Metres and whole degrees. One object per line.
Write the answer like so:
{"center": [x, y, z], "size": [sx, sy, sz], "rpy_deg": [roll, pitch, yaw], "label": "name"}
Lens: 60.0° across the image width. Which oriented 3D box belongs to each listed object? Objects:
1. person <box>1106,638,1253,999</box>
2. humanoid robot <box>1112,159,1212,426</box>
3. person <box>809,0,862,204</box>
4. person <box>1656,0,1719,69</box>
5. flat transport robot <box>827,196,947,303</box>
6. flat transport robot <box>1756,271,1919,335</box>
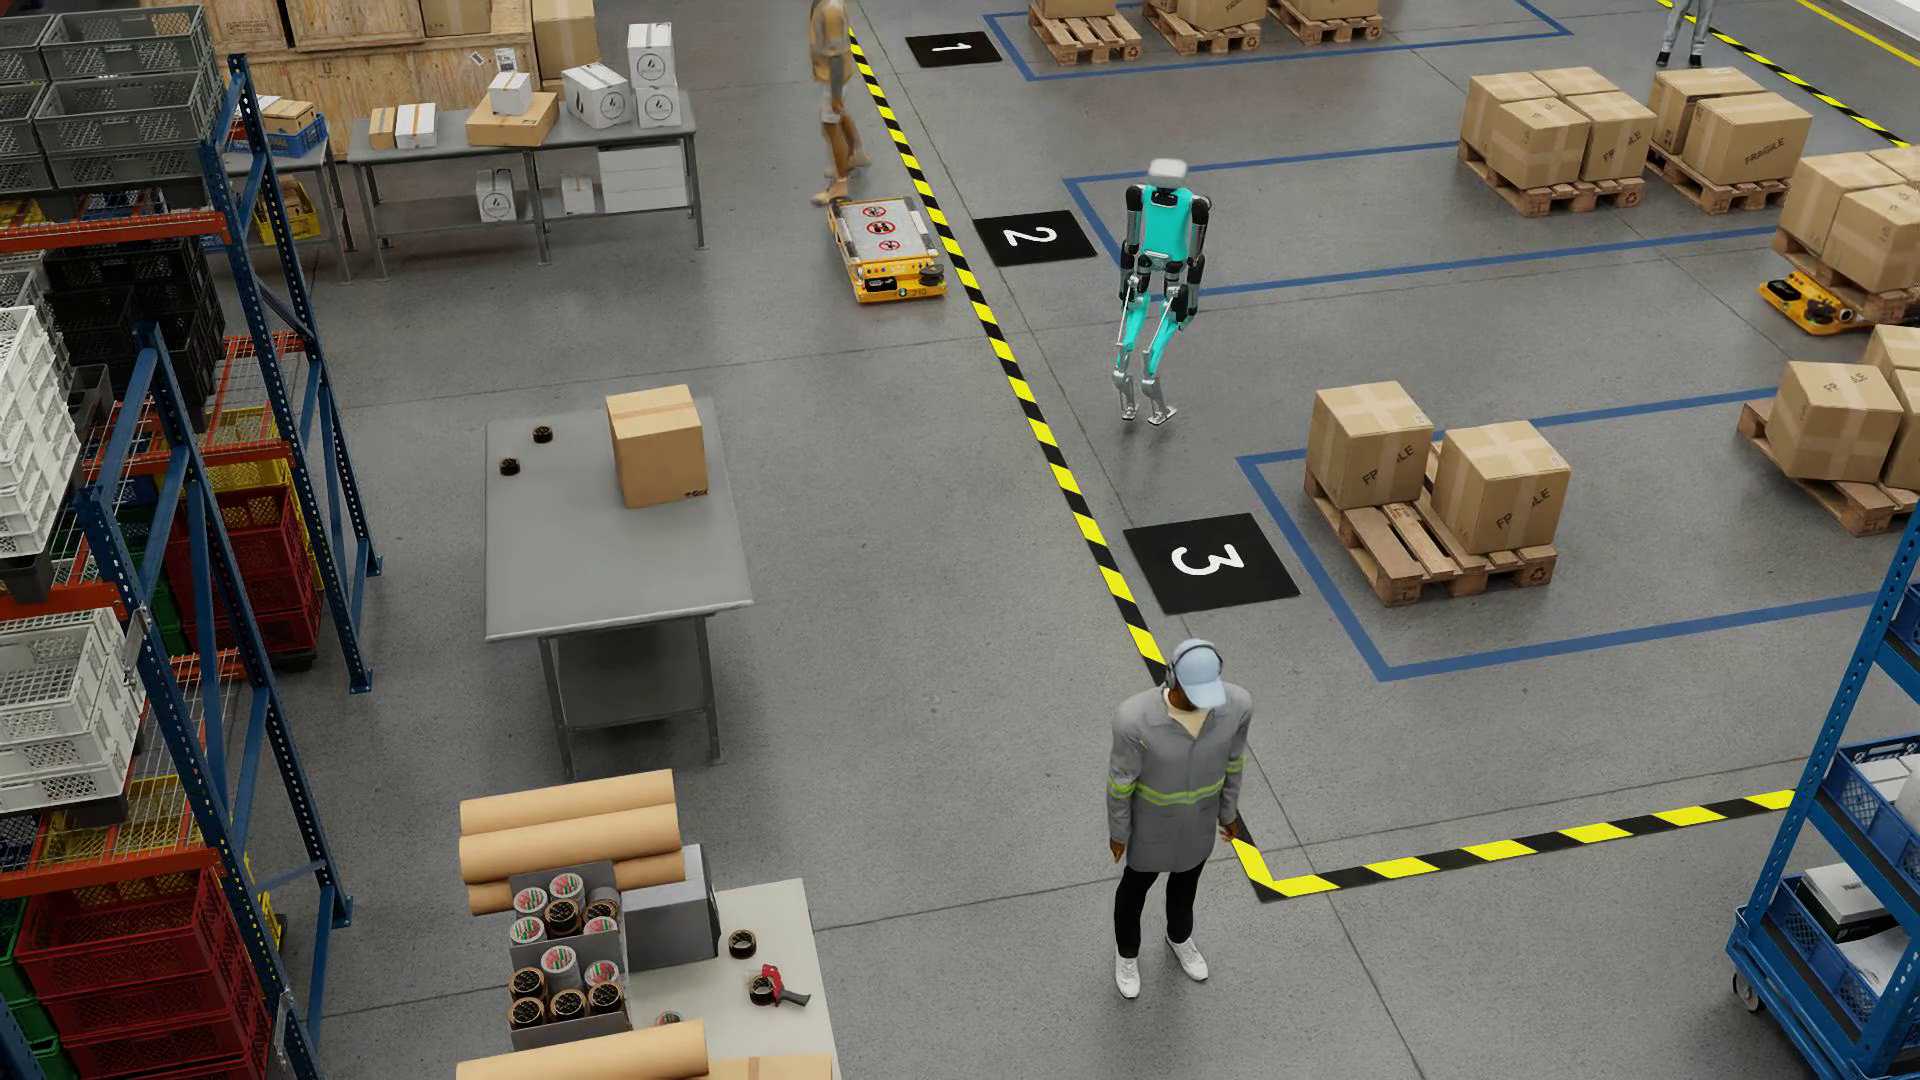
{"center": [0.872, 1.122, 6.719], "size": [0.588, 1.852, 0.383], "rpy_deg": [-10, 38, -13], "label": "person"}
{"center": [1.140, -1.428, 10.134], "size": [0.533, 1.673, 0.735], "rpy_deg": [17, 40, 22], "label": "humanoid robot"}
{"center": [-1.031, -3.656, 12.989], "size": [0.407, 2.038, 0.616], "rpy_deg": [-5, 37, -7], "label": "person"}
{"center": [6.875, -5.265, 15.319], "size": [0.591, 1.832, 0.404], "rpy_deg": [11, 38, 14], "label": "person"}
{"center": [-0.570, -2.220, 12.538], "size": [0.659, 0.231, 1.431], "rpy_deg": [-8, 37, -10], "label": "flat transport robot"}
{"center": [6.566, -1.785, 11.929], "size": [1.431, 0.197, 0.652], "rpy_deg": [-8, 37, -10], "label": "flat transport robot"}
